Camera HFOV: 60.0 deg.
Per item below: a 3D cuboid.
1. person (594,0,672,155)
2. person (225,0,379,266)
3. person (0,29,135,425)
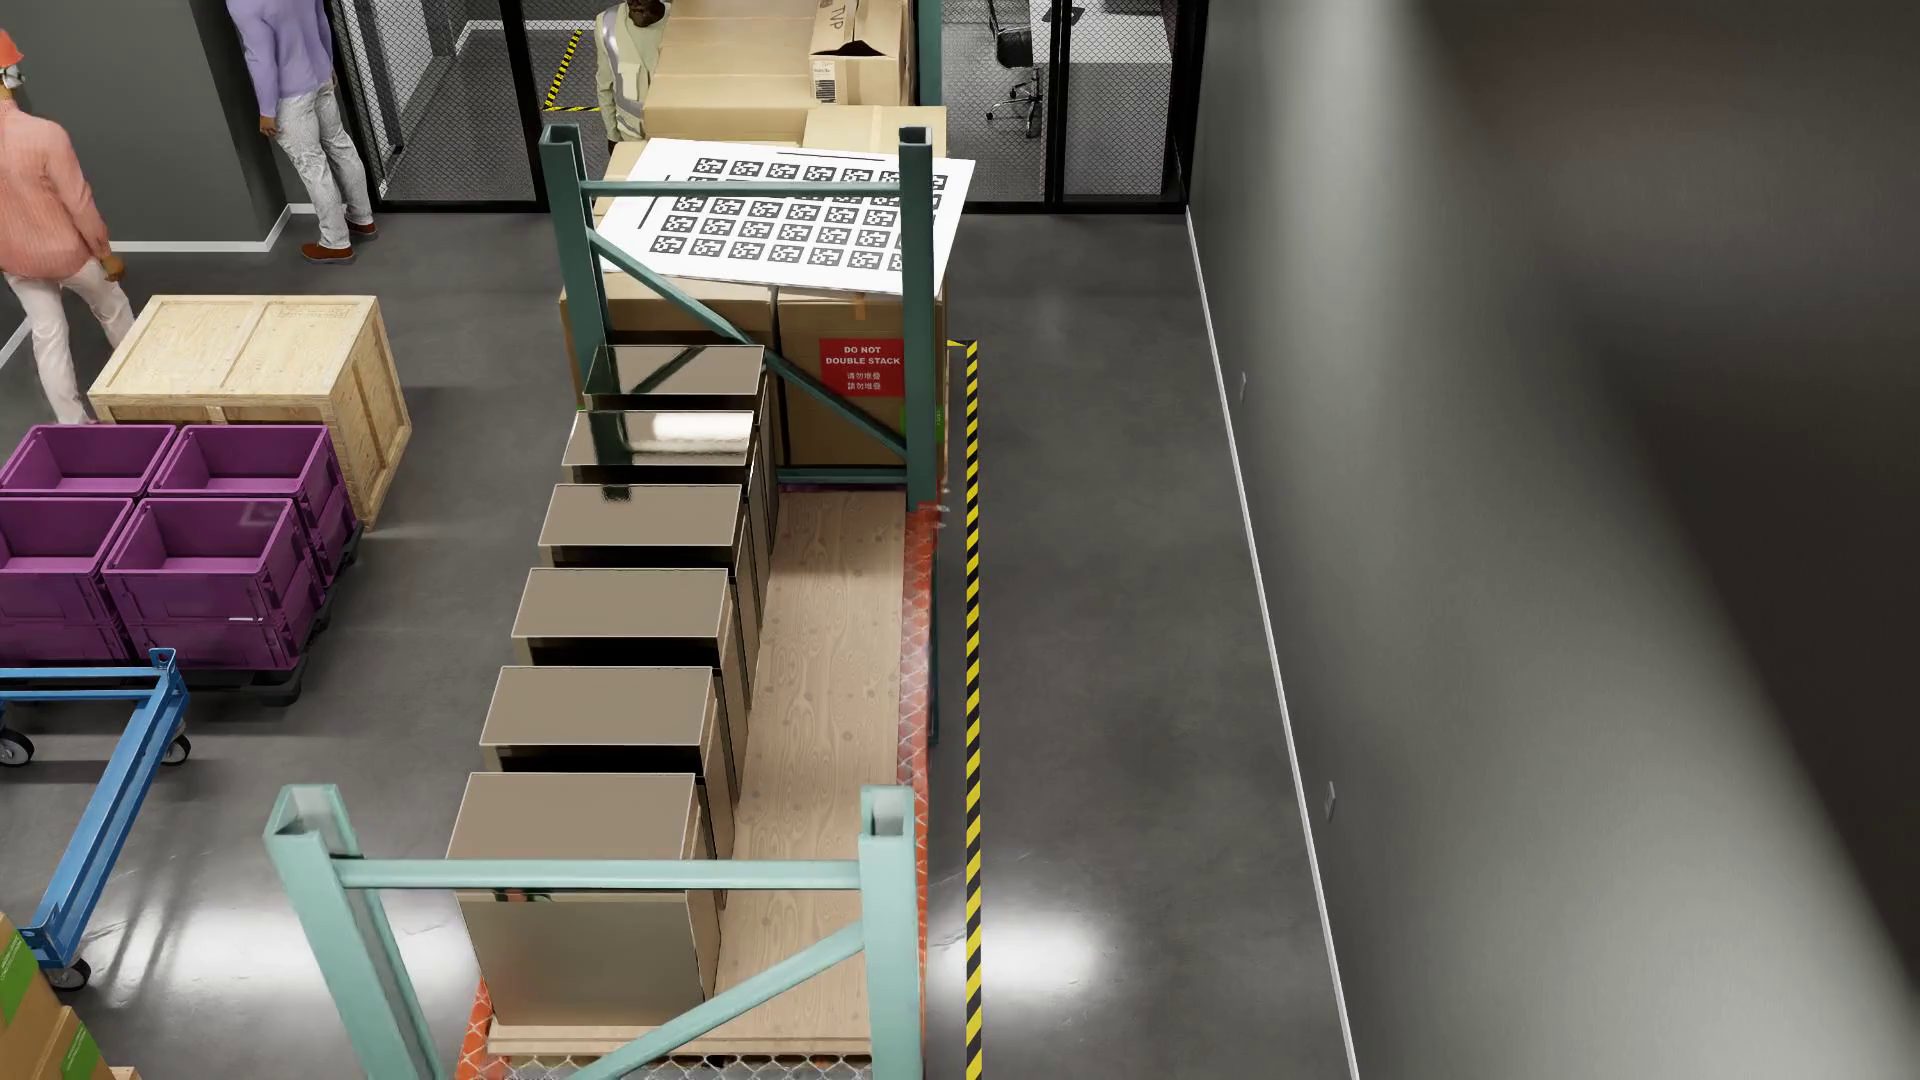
[{"bbox_3d":[-1.494,-2.062,8.323,0.597,1.831,0.403,1,41,1],"label":"person"},{"bbox_3d":[-3.411,-2.339,8.559,0.353,1.937,0.635,11,42,12],"label":"person"},{"bbox_3d":[-4.026,-1.339,7.411,0.650,1.941,0.906,6,42,7],"label":"person"}]
